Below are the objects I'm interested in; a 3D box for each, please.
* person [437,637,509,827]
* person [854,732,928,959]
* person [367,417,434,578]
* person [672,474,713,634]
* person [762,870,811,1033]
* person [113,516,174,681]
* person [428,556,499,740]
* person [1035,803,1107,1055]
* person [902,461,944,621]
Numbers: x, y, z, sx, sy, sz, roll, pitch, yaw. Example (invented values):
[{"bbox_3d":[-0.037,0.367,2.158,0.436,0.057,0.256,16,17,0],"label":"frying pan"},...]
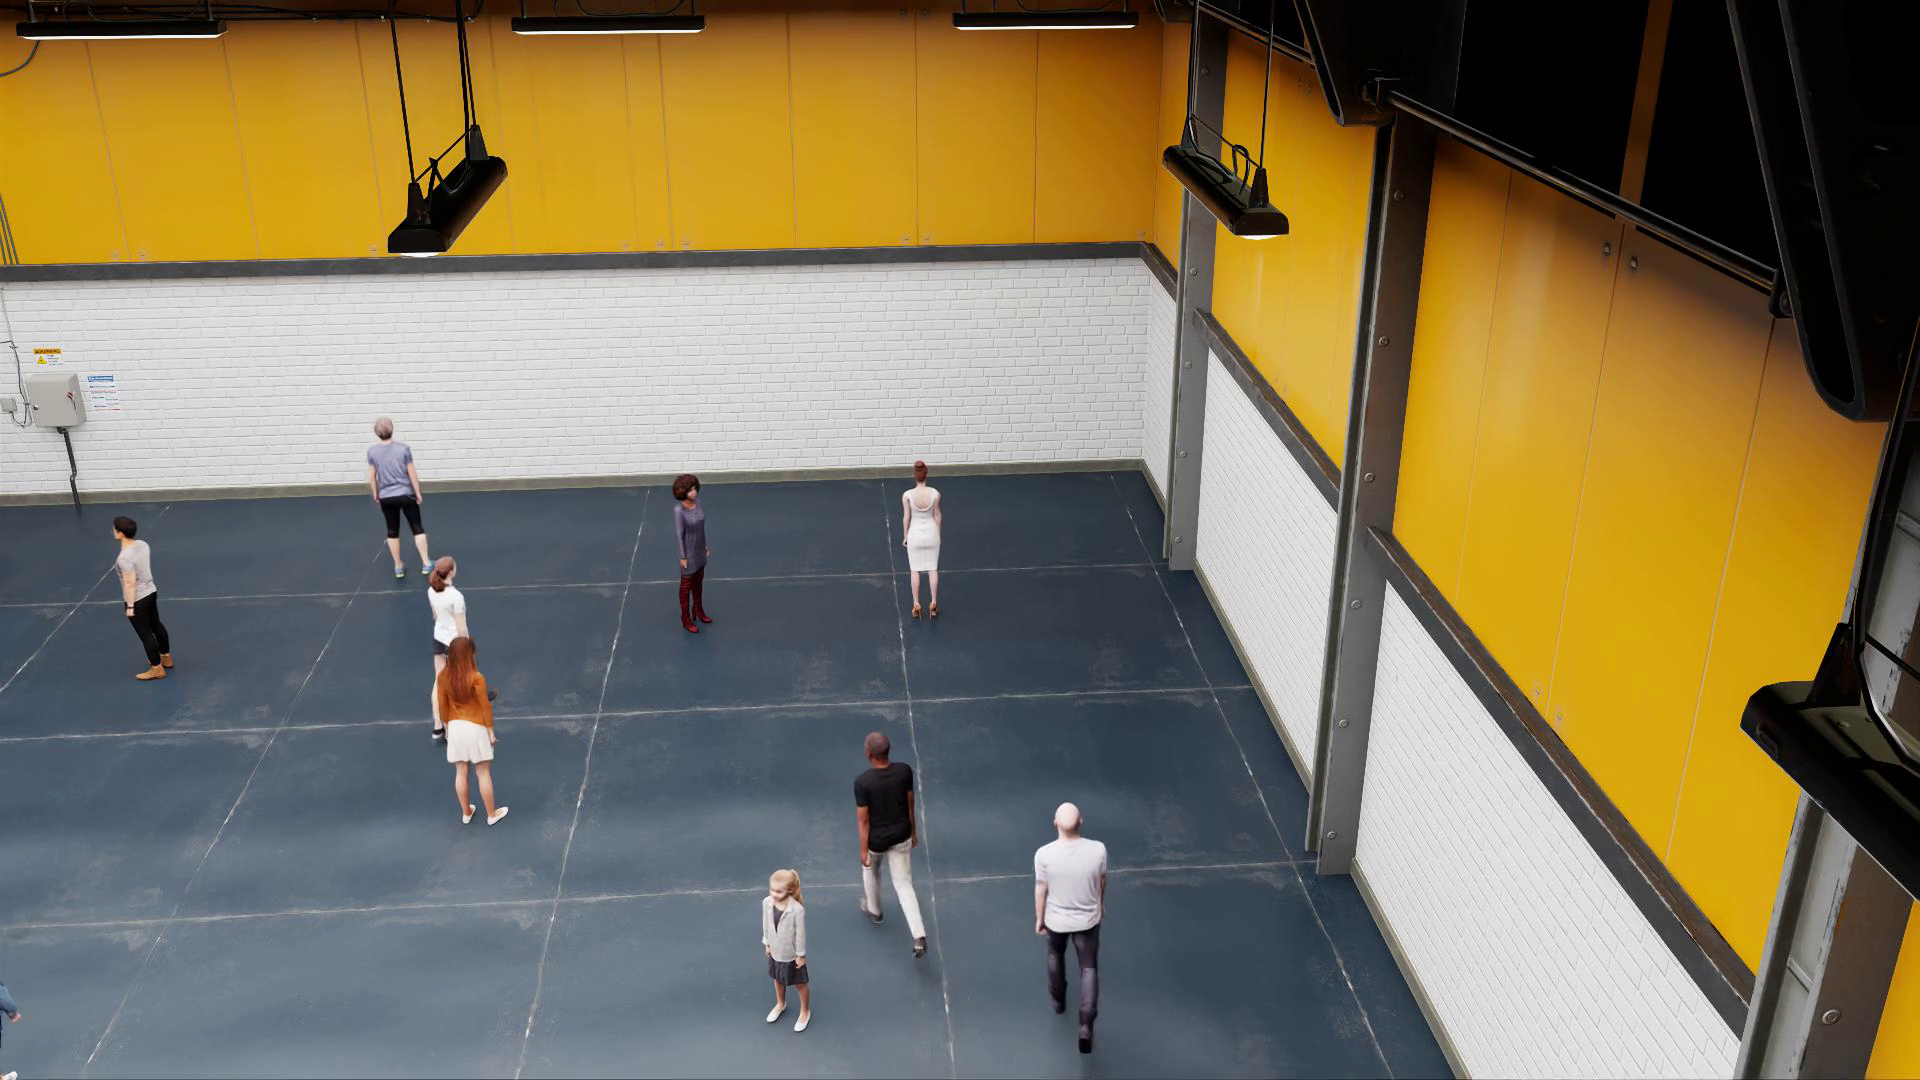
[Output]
[{"bbox_3d":[-4.149,1.616,14.032,0.662,1.722,0.648,4,24,9],"label":"person"},{"bbox_3d":[-0.511,2.295,12.415,0.990,1.773,1.310,-11,26,-23],"label":"person"},{"bbox_3d":[-6.295,-0.451,18.564,0.710,1.879,0.651,-2,24,-5],"label":"person"},{"bbox_3d":[-2.826,0.122,17.464,0.721,1.711,0.626,13,27,26],"label":"person"},{"bbox_3d":[-1.219,2.866,11.730,0.594,1.273,0.639,11,26,24],"label":"person"},{"bbox_3d":[-8.108,0.553,16.460,0.693,1.724,0.515,1,24,3],"label":"person"},{"bbox_3d":[-4.768,1.022,15.413,0.893,1.703,1.211,8,25,17],"label":"person"},{"bbox_3d":[0.781,2.677,11.496,0.725,1.809,1.135,0,24,-1],"label":"person"},{"bbox_3d":[-0.397,0.003,17.625,0.572,1.800,0.470,-2,24,-4],"label":"person"}]
